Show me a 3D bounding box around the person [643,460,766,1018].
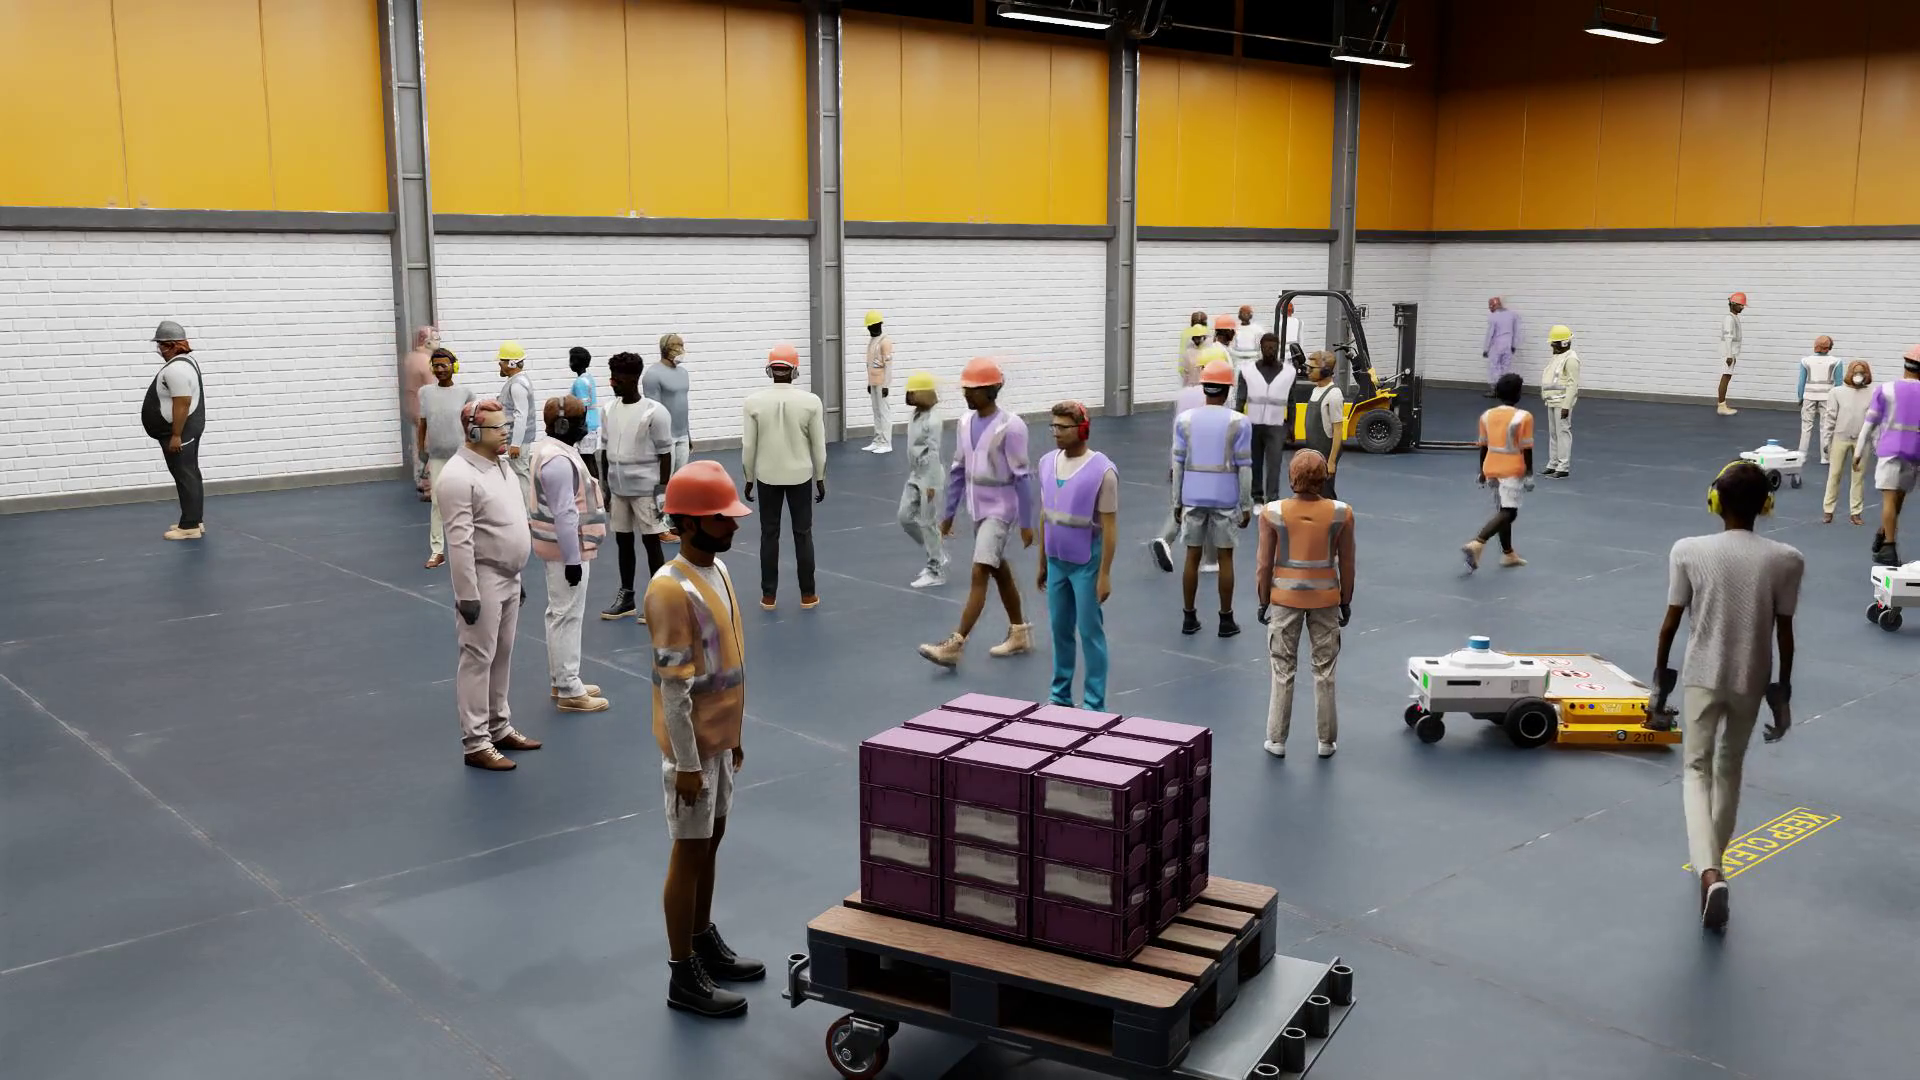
[{"bbox_3d":[-0.888,0.684,5.836,0.355,1.938,0.545,1,10,8],"label":"person"}]

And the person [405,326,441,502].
[{"bbox_3d":[-5.648,-1.347,17.837,0.460,1.894,0.681,-7,12,-34],"label":"person"}]

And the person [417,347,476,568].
[{"bbox_3d":[-4.333,-0.691,14.083,0.521,1.874,0.327,-1,10,-6],"label":"person"}]

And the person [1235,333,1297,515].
[{"bbox_3d":[3.056,-1.125,16.627,0.615,1.862,0.988,1,10,7],"label":"person"}]

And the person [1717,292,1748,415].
[{"bbox_3d":[12.853,-3.098,27.693,0.389,2.036,0.605,5,11,28],"label":"person"}]

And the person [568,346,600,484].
[{"bbox_3d":[-3.944,-1.176,17.428,0.316,1.696,0.541,-1,10,-4],"label":"person"}]

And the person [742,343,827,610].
[{"bbox_3d":[-1.308,-0.470,12.424,0.624,1.992,0.390,-1,10,-4],"label":"person"}]

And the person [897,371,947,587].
[{"bbox_3d":[-0.297,-0.482,13.252,0.356,1.730,0.501,-5,11,-25],"label":"person"}]

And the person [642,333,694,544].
[{"bbox_3d":[-2.670,-0.942,15.360,0.372,1.938,0.627,4,10,22],"label":"person"}]

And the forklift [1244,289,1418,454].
[{"bbox_3d":[5.034,-2.339,22.783,2.313,2.155,1.214,3,10,16],"label":"forklift"}]

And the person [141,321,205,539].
[{"bbox_3d":[-7.363,-1.032,15.584,0.539,2.000,0.688,-3,10,-17],"label":"person"}]

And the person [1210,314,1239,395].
[{"bbox_3d":[3.176,-1.753,20.105,0.366,1.934,0.553,3,10,16],"label":"person"}]

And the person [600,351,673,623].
[{"bbox_3d":[-2.344,-0.378,11.975,0.609,1.963,0.367,5,11,28],"label":"person"}]

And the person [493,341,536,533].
[{"bbox_3d":[-4.246,-0.977,15.868,0.404,1.833,0.590,-3,10,-16],"label":"person"}]

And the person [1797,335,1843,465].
[{"bbox_3d":[10.879,-1.768,21.060,0.514,1.641,0.308,7,12,36],"label":"person"}]

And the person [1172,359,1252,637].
[{"bbox_3d":[1.750,-0.288,11.555,0.555,1.929,0.393,3,10,20],"label":"person"}]

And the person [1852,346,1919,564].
[{"bbox_3d":[8.131,-0.753,14.448,0.640,1.852,1.002,3,10,18],"label":"person"}]

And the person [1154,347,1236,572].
[{"bbox_3d":[1.935,-0.636,13.696,0.601,1.896,0.763,10,14,44],"label":"person"}]

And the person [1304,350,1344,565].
[{"bbox_3d":[3.084,-0.698,14.201,0.330,1.842,0.519,-2,10,-10],"label":"person"}]

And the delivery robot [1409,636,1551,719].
[{"bbox_3d":[2.833,0.770,9.101,0.707,0.478,0.477,0,10,1],"label":"delivery robot"}]

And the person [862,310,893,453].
[{"bbox_3d":[-1.104,-2.120,22.312,0.390,1.917,0.585,-4,11,-24],"label":"person"}]

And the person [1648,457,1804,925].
[{"bbox_3d":[3.066,0.591,6.684,0.522,1.843,0.864,3,10,17],"label":"person"}]

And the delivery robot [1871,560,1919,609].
[{"bbox_3d":[6.851,0.318,11.748,0.707,0.478,0.477,2,10,11],"label":"delivery robot"}]

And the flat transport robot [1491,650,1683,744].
[{"bbox_3d":[3.539,0.881,9.557,0.652,0.197,1.431,0,10,1],"label":"flat transport robot"}]

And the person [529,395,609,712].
[{"bbox_3d":[-2.274,0.074,9.691,0.429,1.844,0.625,-3,10,-18],"label":"person"}]

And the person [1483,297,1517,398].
[{"bbox_3d":[10.105,-3.601,31.136,0.731,1.875,0.395,-4,11,-24],"label":"person"}]

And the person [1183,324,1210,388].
[{"bbox_3d":[3.304,-2.100,22.762,0.527,1.724,0.895,4,11,24],"label":"person"}]

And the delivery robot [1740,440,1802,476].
[{"bbox_3d":[9.182,-0.892,18.830,0.707,0.478,0.477,-5,11,-25],"label":"delivery robot"}]

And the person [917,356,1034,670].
[{"bbox_3d":[0.093,-0.169,10.660,1.033,1.990,0.646,-7,12,-34],"label":"person"}]

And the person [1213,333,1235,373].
[{"bbox_3d":[3.802,-2.267,24.034,0.532,1.612,0.517,-5,11,-28],"label":"person"}]

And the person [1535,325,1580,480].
[{"bbox_3d":[7.093,-1.627,19.703,0.403,1.822,0.589,0,10,1],"label":"person"}]

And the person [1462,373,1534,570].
[{"bbox_3d":[4.511,-0.562,13.902,0.760,1.676,0.534,-4,11,-24],"label":"person"}]

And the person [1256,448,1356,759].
[{"bbox_3d":[1.806,0.341,8.718,0.514,1.641,0.308,1,10,5],"label":"person"}]

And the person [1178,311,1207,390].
[{"bbox_3d":[3.446,-2.456,24.564,0.435,1.832,0.628,-2,10,-11],"label":"person"}]

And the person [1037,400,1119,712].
[{"bbox_3d":[0.660,0.132,9.338,0.383,1.844,0.567,-8,13,-40],"label":"person"}]

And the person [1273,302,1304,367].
[{"bbox_3d":[5.528,-3.096,28.118,0.572,1.887,0.356,-3,10,-17],"label":"person"}]

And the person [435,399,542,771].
[{"bbox_3d":[-2.428,0.221,8.639,0.409,1.908,0.639,1,10,7],"label":"person"}]

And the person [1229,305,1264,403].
[{"bbox_3d":[4.643,-2.874,26.920,0.577,1.858,0.886,3,10,18],"label":"person"}]

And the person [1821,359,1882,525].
[{"bbox_3d":[8.773,-0.962,16.364,0.507,1.631,0.268,4,10,22],"label":"person"}]
